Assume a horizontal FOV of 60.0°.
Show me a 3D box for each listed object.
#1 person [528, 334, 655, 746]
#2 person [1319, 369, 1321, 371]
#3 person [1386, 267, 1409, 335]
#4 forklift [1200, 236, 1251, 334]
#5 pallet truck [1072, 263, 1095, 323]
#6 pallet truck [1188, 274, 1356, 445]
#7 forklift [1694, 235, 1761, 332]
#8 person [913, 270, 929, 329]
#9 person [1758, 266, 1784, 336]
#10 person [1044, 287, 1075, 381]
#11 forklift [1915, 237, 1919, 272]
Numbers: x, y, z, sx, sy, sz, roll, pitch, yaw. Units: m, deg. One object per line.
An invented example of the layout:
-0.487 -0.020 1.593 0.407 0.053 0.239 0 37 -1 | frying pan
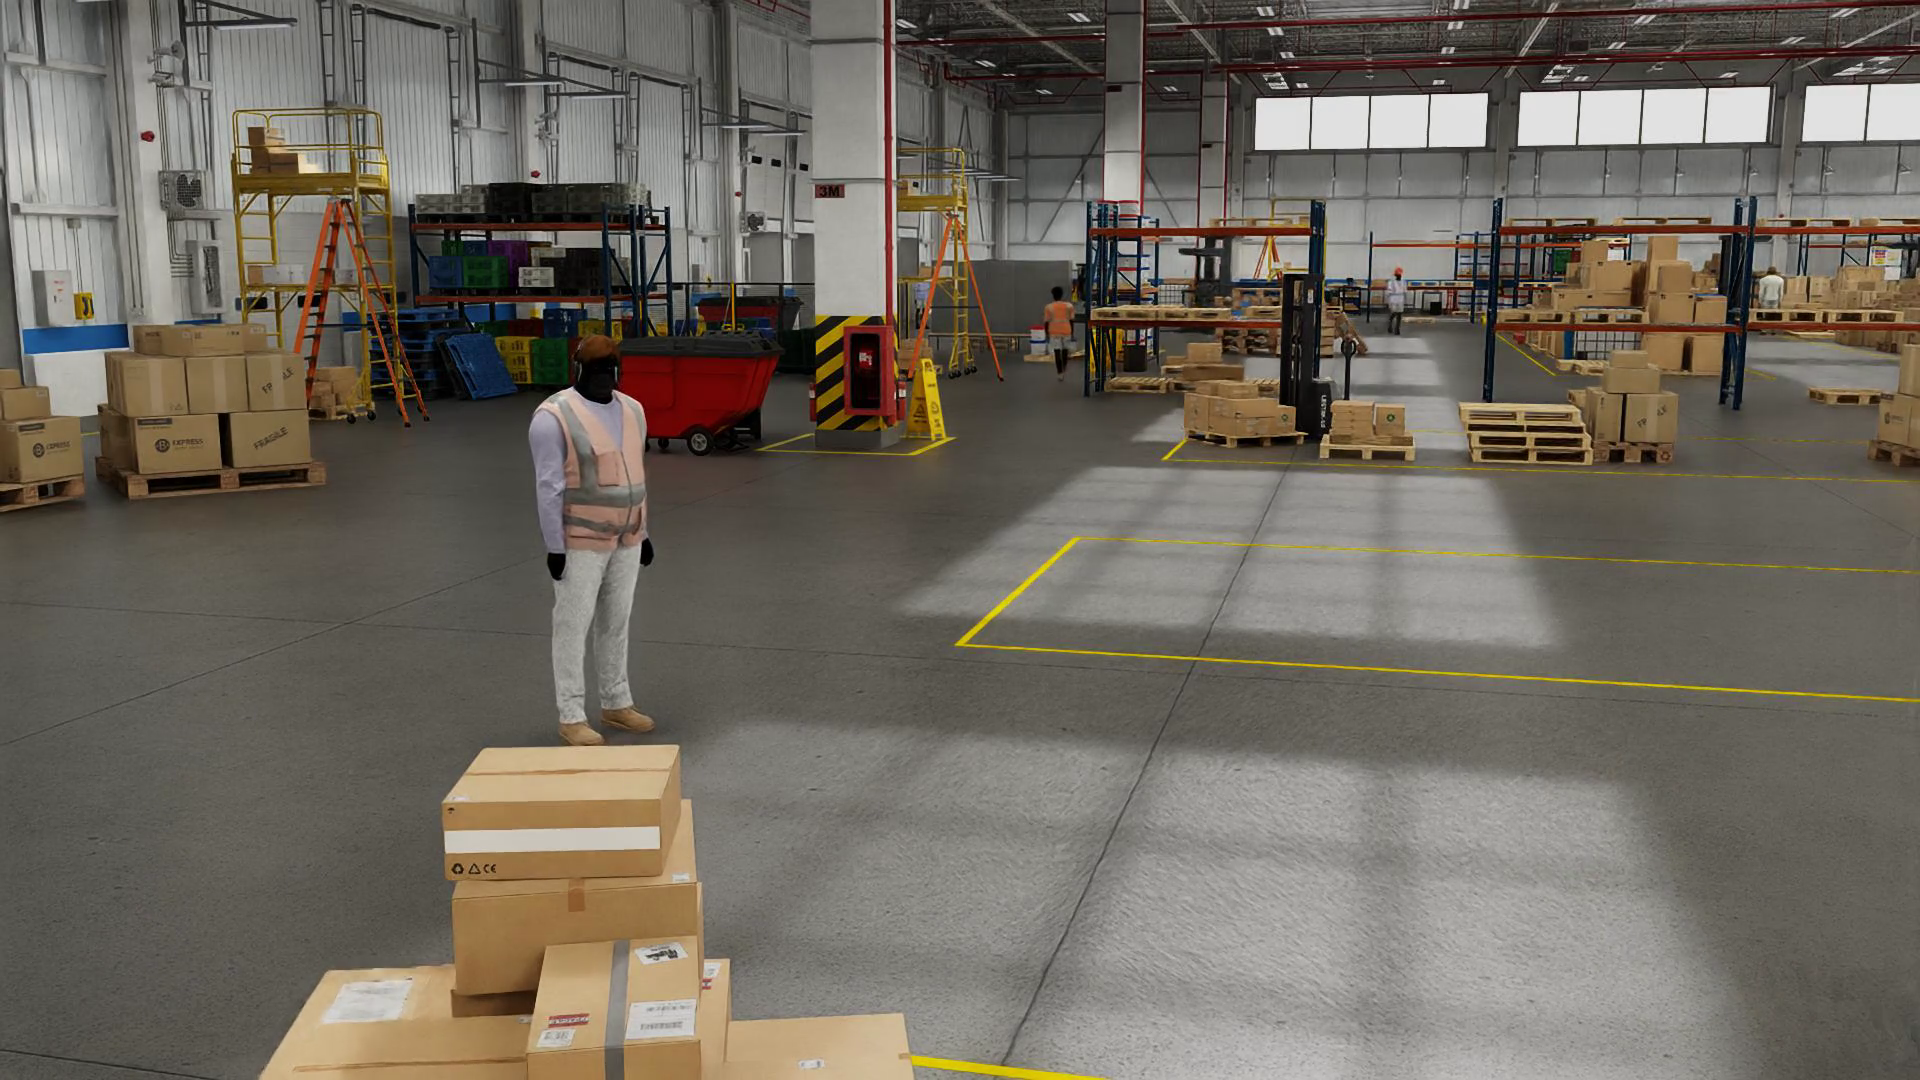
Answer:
-1.618 -0.003 7.488 0.430 1.841 0.624 7 12 35 | person
6.786 -4.113 31.982 0.484 1.739 0.319 -8 13 -41 | person
12.308 -6.717 46.781 0.562 1.916 0.440 -2 10 -10 | person
7.299 -7.241 47.041 1.873 2.768 1.129 -6 11 -30 | forklift
4.325 -8.180 55.162 0.823 1.965 1.885 6 11 31 | pallet truck
3.653 -2.138 19.590 1.885 1.965 0.823 -4 10 -20 | pallet truck
22.425 -7.519 48.677 1.873 2.768 1.129 2 10 14 | forklift
-1.156 -7.385 50.686 0.544 1.930 0.388 -6 11 -32 | person
22.624 -6.671 46.453 0.629 1.939 0.372 1 10 9 | person
1.744 -3.670 29.605 0.543 1.642 0.888 -1 10 -8 | person
30.061 -8.058 51.847 1.873 2.768 1.129 2 10 14 | forklift
